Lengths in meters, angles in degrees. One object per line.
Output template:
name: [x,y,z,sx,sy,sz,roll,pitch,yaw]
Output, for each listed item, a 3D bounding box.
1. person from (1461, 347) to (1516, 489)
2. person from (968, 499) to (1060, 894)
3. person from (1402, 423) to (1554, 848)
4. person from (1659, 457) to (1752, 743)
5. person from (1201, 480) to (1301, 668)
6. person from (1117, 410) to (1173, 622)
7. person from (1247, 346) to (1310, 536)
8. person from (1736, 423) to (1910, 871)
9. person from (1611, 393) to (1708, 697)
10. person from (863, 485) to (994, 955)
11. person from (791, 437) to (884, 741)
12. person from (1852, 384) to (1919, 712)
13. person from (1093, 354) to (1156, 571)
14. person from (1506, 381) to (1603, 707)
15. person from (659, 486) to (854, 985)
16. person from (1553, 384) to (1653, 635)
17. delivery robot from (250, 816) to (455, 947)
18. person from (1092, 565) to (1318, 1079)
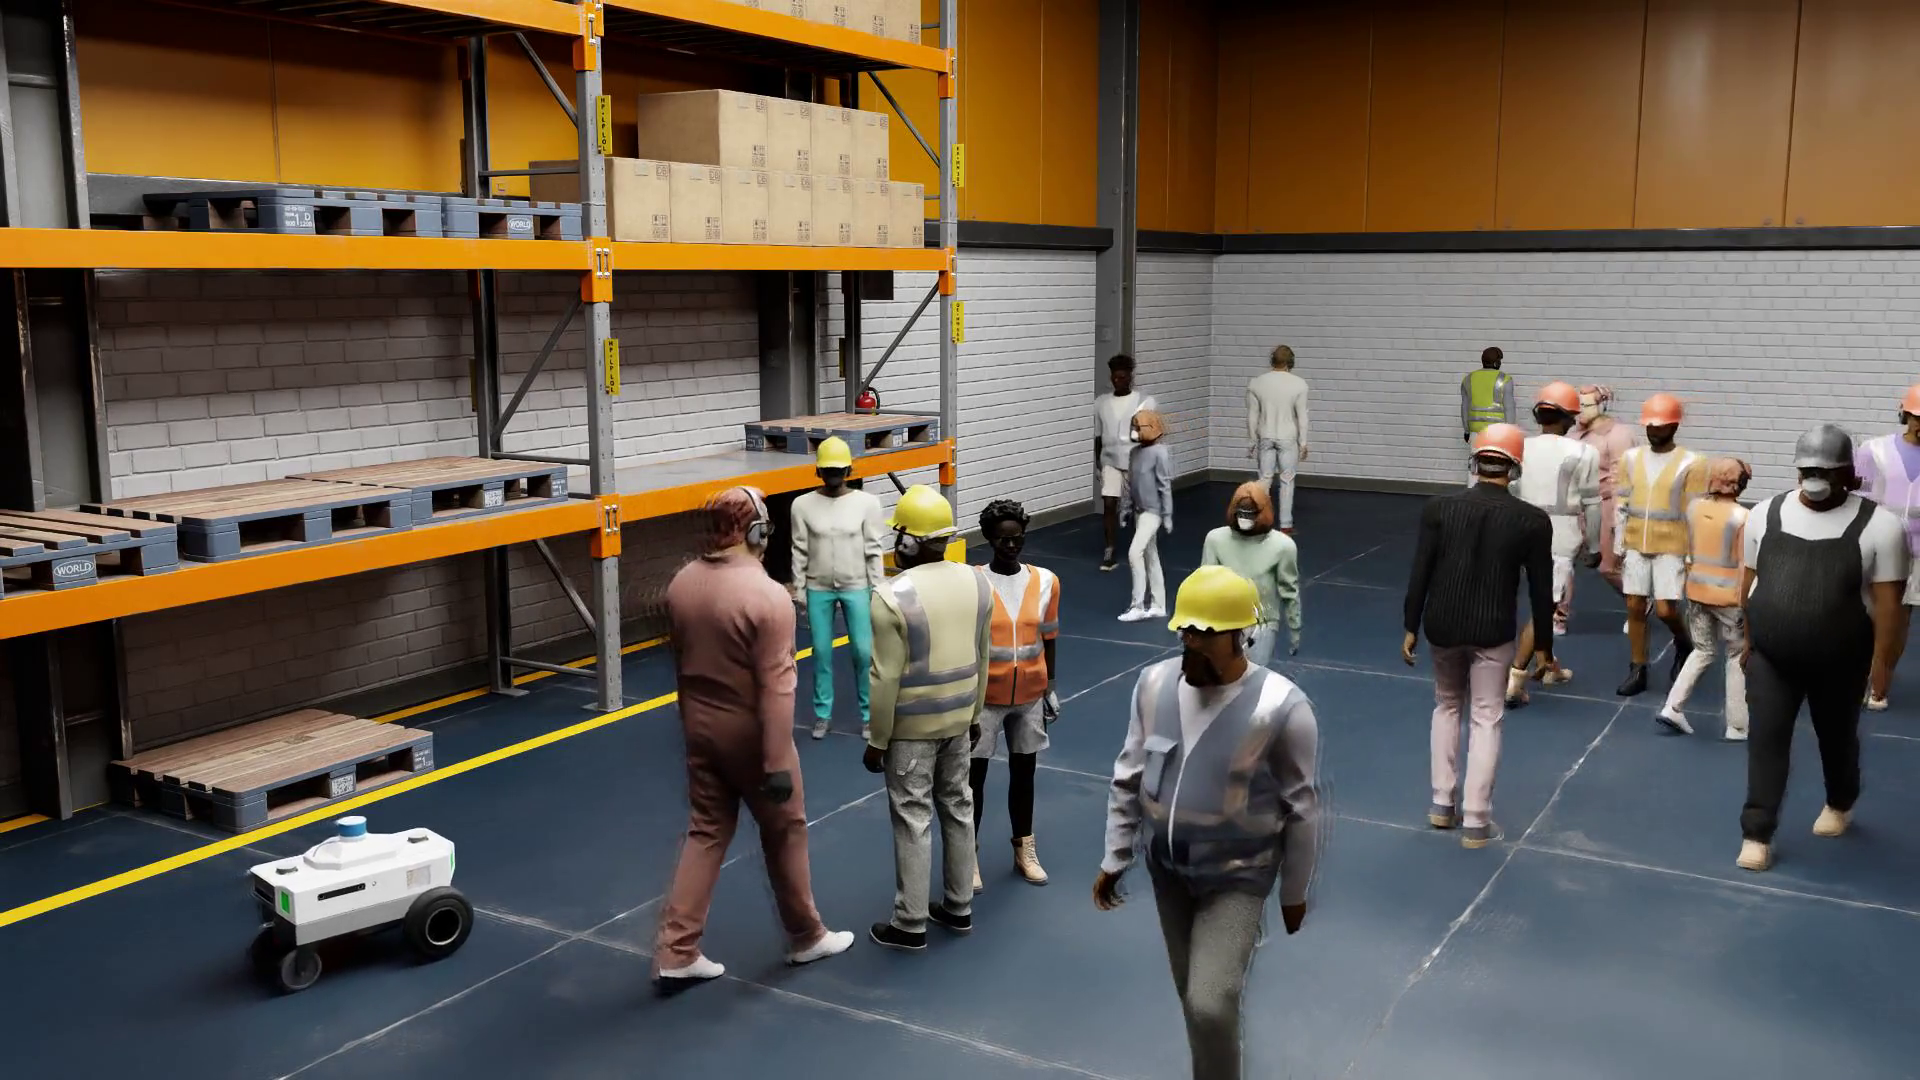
person: [5.852,-1.210,18.397,0.429,1.845,0.621,-9,13,-44]
person: [0.185,0.663,7.152,0.533,1.697,0.318,-3,10,-18]
person: [2.438,0.439,7.798,0.666,1.974,0.530,5,11,30]
person: [4.283,0.335,9.444,0.525,1.617,0.531,-4,10,-22]
person: [1.519,0.457,8.765,0.539,1.589,0.868,5,10,30]
person: [1.348,-0.180,12.650,0.606,1.612,0.535,-4,10,-22]
person: [3.192,-0.980,16.752,0.673,1.932,0.551,5,11,30]
person: [3.901,0.425,7.569,0.689,2.000,0.996,7,12,39]
person: [4.385,0.033,10.411,0.549,1.920,0.551,-8,12,-39]
person: [-0.141,0.696,6.513,0.596,1.837,0.404,-8,12,-43]
person: [-0.688,0.284,9.383,0.526,1.743,0.405,0,9,0]
person: [5.640,0.054,9.951,0.641,2.014,0.499,4,10,25]
person: [1.506,-0.725,15.062,0.607,1.940,0.860,3,10,20]
person: [3.617,0.016,10.299,1.016,1.992,0.596,-7,12,-39]
person: [-0.805,0.727,6.210,0.664,1.876,0.821,8,12,40]
person: [4.646,-0.210,12.093,0.900,1.870,0.647,-3,10,-21]
delivery robot: [-2.325,1.306,6.389,0.707,0.478,0.477,-8,12,-43]
person: [0.675,0.974,4.860,0.598,1.811,0.622,9,13,43]
